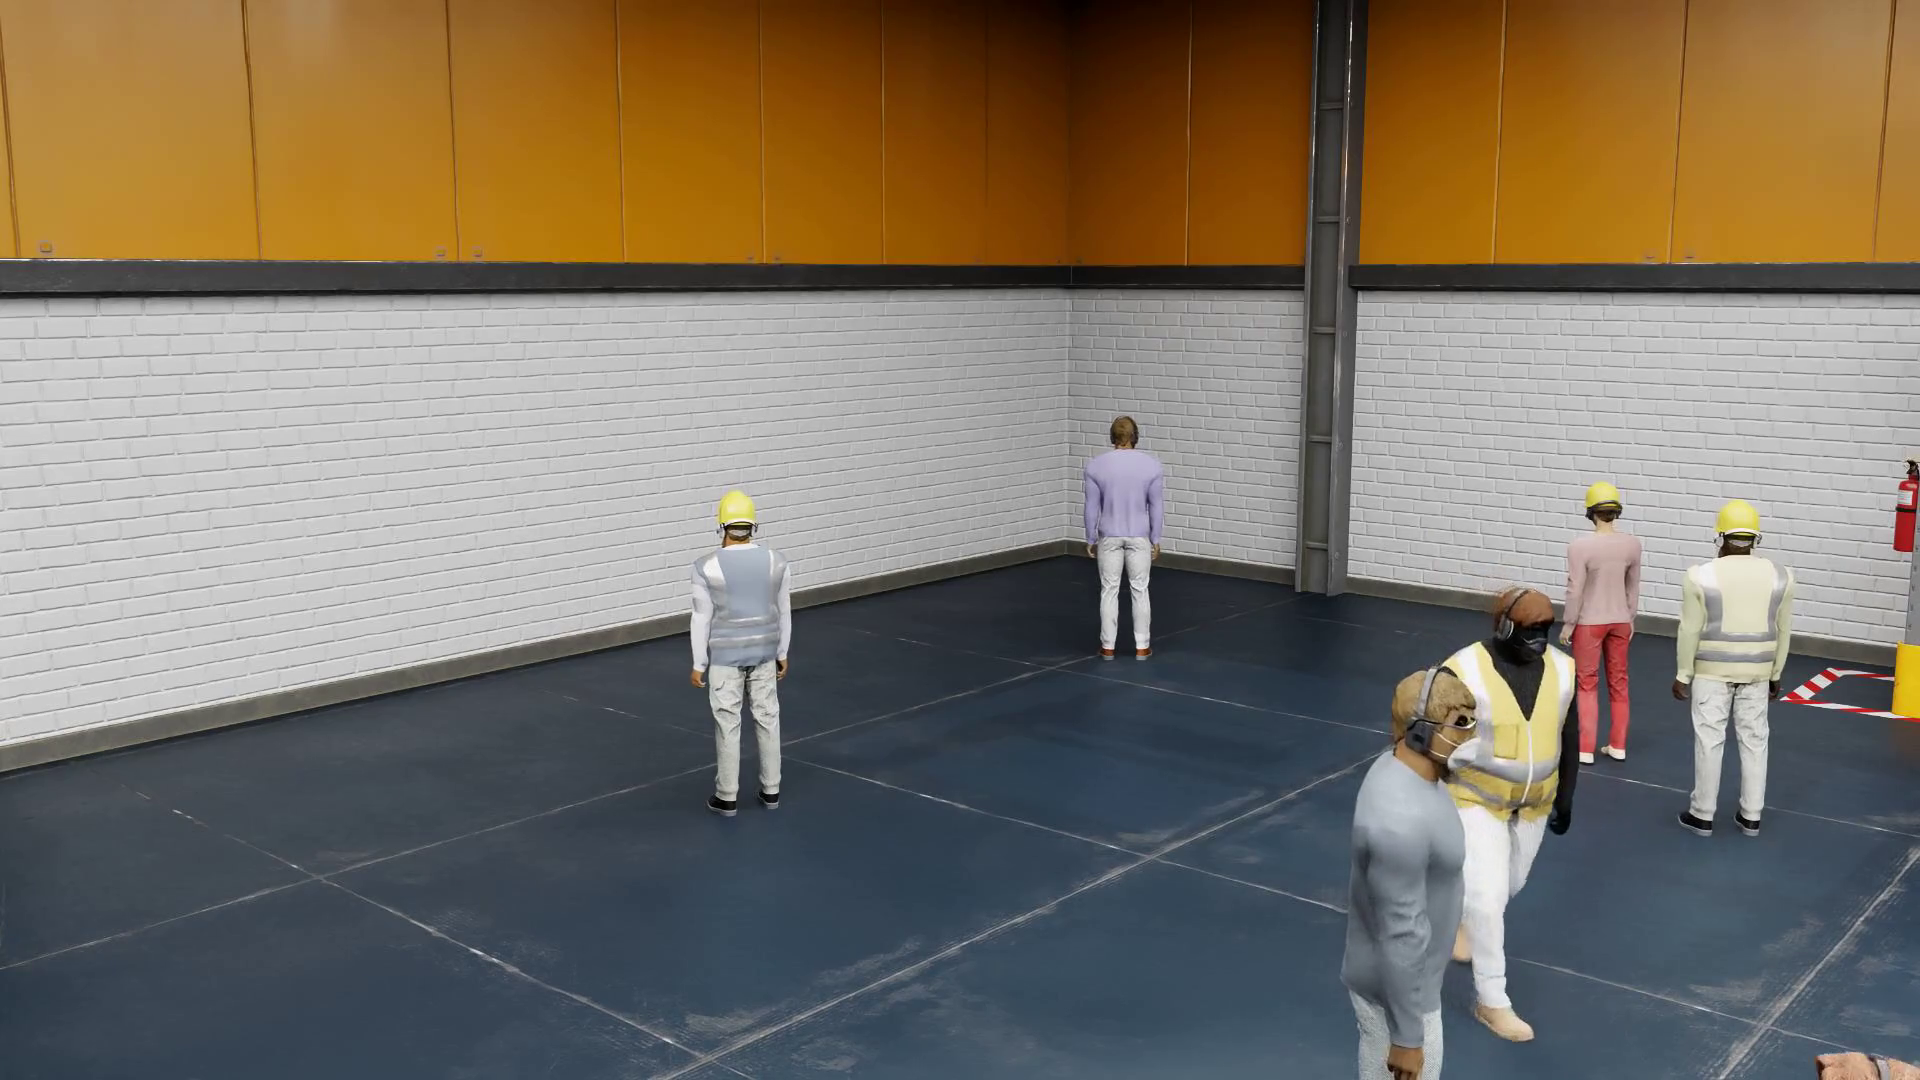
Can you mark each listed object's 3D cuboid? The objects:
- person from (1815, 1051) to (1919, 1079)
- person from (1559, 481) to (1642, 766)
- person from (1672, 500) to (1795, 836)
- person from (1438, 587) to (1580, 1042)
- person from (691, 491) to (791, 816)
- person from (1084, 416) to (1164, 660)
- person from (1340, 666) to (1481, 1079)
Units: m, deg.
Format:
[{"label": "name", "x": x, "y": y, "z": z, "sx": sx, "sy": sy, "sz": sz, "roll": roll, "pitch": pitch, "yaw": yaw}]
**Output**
[{"label": "person", "x": 1.618, "y": 1.738, "z": 3.157, "sx": 0.786, "sy": 1.604, "sz": 0.558, "roll": 2, "pitch": 9, "yaw": 13}, {"label": "person", "x": 3.960, "y": 0.518, "z": 10.331, "sx": 0.529, "sy": 1.765, "sz": 0.327, "roll": -3, "pitch": 9, "yaw": -16}, {"label": "person", "x": 4.157, "y": 0.696, "z": 8.994, "sx": 0.588, "sy": 1.835, "sz": 0.404, "roll": 1, "pitch": 9, "yaw": 4}, {"label": "person", "x": 2.210, "y": 1.049, "z": 6.916, "sx": 0.661, "sy": 1.802, "sz": 0.875, "roll": -2, "pitch": 9, "yaw": -11}, {"label": "person", "x": -1.238, "y": 0.637, "z": 9.365, "sx": 0.587, "sy": 1.834, "sz": 0.403, "roll": -5, "pitch": 10, "yaw": -27}, {"label": "person", "x": 1.285, "y": -0.009, "z": 13.105, "sx": 0.629, "sy": 1.937, "sz": 0.379, "roll": 1, "pitch": 9, "yaw": 6}, {"label": "person", "x": 1.283, "y": 1.310, "z": 4.813, "sx": 0.353, "sy": 1.936, "sz": 0.635, "roll": 2, "pitch": 9, "yaw": 15}]
